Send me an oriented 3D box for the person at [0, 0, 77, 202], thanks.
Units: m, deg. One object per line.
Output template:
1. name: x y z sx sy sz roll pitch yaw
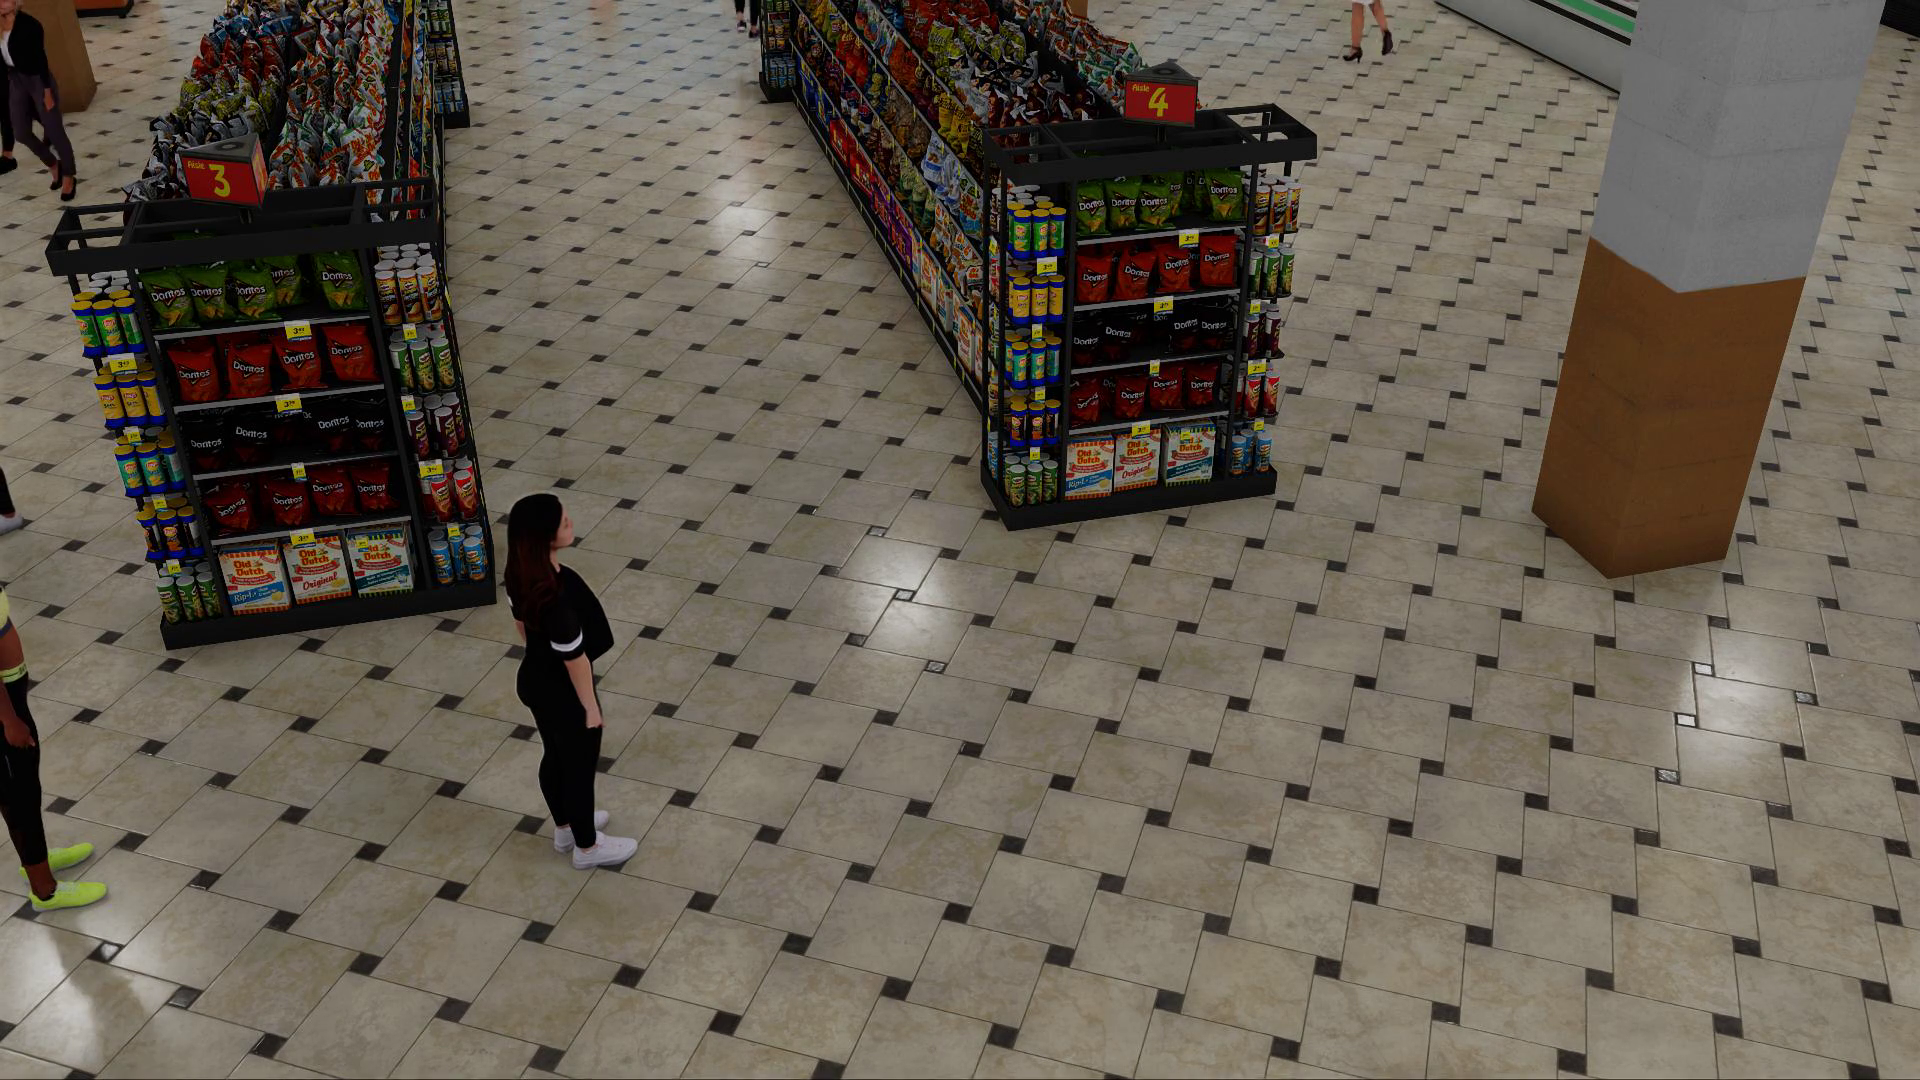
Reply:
1. person: -6.933 -3.399 12.582 0.689 1.655 0.705 6 32 10

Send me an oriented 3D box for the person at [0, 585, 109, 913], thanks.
1. person: -3.529 0.598 6.064 0.686 1.753 0.544 -20 37 -28

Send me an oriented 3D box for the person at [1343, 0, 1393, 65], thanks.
1. person: 3.888 -5.322 15.527 0.820 1.808 0.971 -19 36 -27

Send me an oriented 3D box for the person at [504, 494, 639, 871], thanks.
1. person: -1.504 0.545 6.257 0.754 1.639 0.647 -23 38 -32
